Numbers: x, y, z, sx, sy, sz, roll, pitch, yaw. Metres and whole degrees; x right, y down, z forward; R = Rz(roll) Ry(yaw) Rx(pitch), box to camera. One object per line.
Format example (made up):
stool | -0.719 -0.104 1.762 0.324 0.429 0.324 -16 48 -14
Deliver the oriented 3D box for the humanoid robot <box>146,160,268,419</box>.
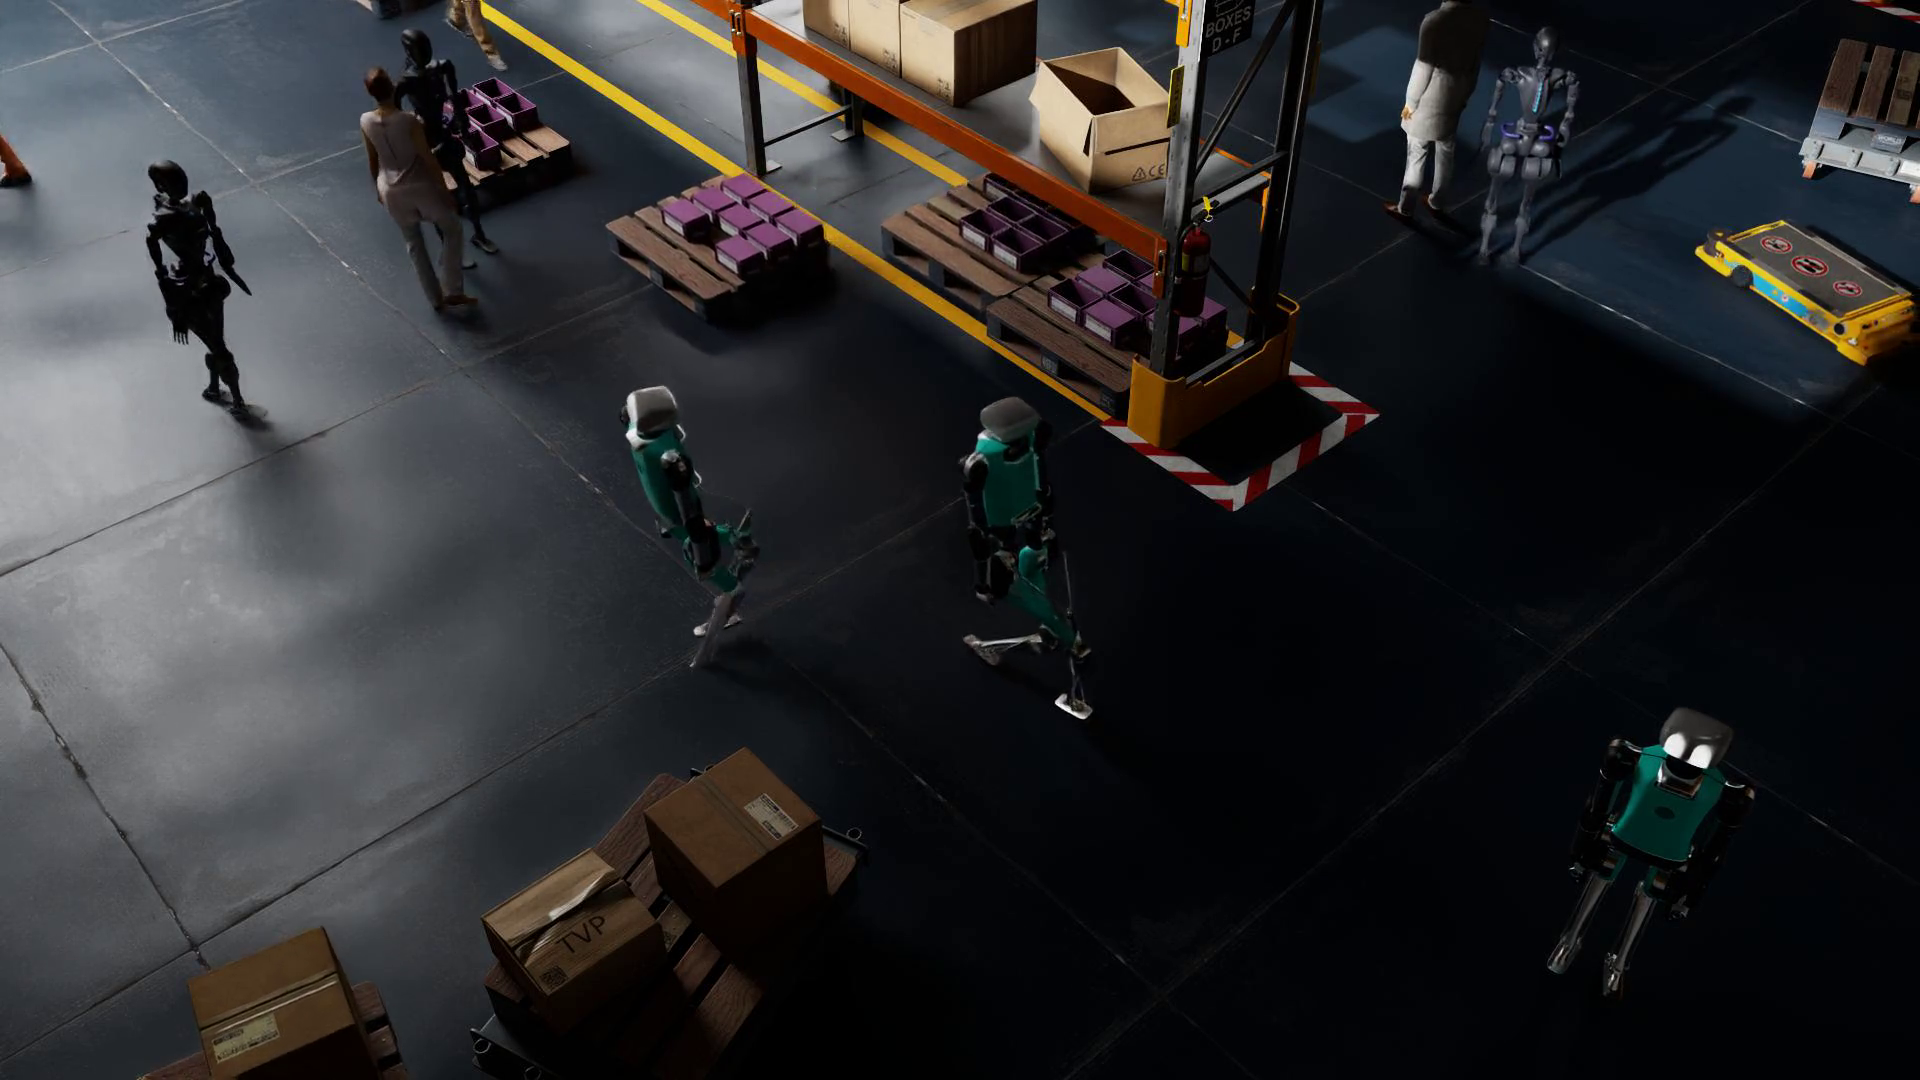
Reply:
humanoid robot | -4.392 -1.445 9.633 0.535 1.646 0.585 12 44 12

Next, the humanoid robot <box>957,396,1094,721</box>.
humanoid robot | 0.432 0.213 7.841 1.066 1.774 0.530 33 52 31

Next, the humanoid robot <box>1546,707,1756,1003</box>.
humanoid robot | 2.755 1.172 6.655 0.531 1.691 0.707 21 47 21

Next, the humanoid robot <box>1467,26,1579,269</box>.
humanoid robot | 3.640 -2.520 10.804 0.602 1.661 0.344 6 43 7

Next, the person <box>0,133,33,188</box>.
person | -7.088 -3.106 11.399 0.838 1.724 0.508 -21 47 -22

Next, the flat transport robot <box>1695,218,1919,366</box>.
flat transport robot | 5.609 -1.669 10.911 0.659 0.231 1.431 -19 46 -20

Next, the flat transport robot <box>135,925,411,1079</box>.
flat transport robot | -2.588 2.557 6.313 0.659 0.231 1.431 -21 47 -21

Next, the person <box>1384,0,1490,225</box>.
person | 3.215 -2.990 11.194 0.515 1.830 0.361 -12 44 -13

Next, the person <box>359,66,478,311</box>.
person | -3.440 -2.158 10.427 0.504 1.635 0.382 0 43 0

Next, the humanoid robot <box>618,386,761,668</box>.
humanoid robot | -1.194 -0.074 8.085 0.710 1.789 0.550 -25 48 -25

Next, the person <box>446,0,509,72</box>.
person | -3.943 -4.618 13.059 0.881 1.697 0.604 31 51 30

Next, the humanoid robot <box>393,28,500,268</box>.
humanoid robot | -3.407 -2.547 10.817 0.315 1.648 0.609 24 48 24
